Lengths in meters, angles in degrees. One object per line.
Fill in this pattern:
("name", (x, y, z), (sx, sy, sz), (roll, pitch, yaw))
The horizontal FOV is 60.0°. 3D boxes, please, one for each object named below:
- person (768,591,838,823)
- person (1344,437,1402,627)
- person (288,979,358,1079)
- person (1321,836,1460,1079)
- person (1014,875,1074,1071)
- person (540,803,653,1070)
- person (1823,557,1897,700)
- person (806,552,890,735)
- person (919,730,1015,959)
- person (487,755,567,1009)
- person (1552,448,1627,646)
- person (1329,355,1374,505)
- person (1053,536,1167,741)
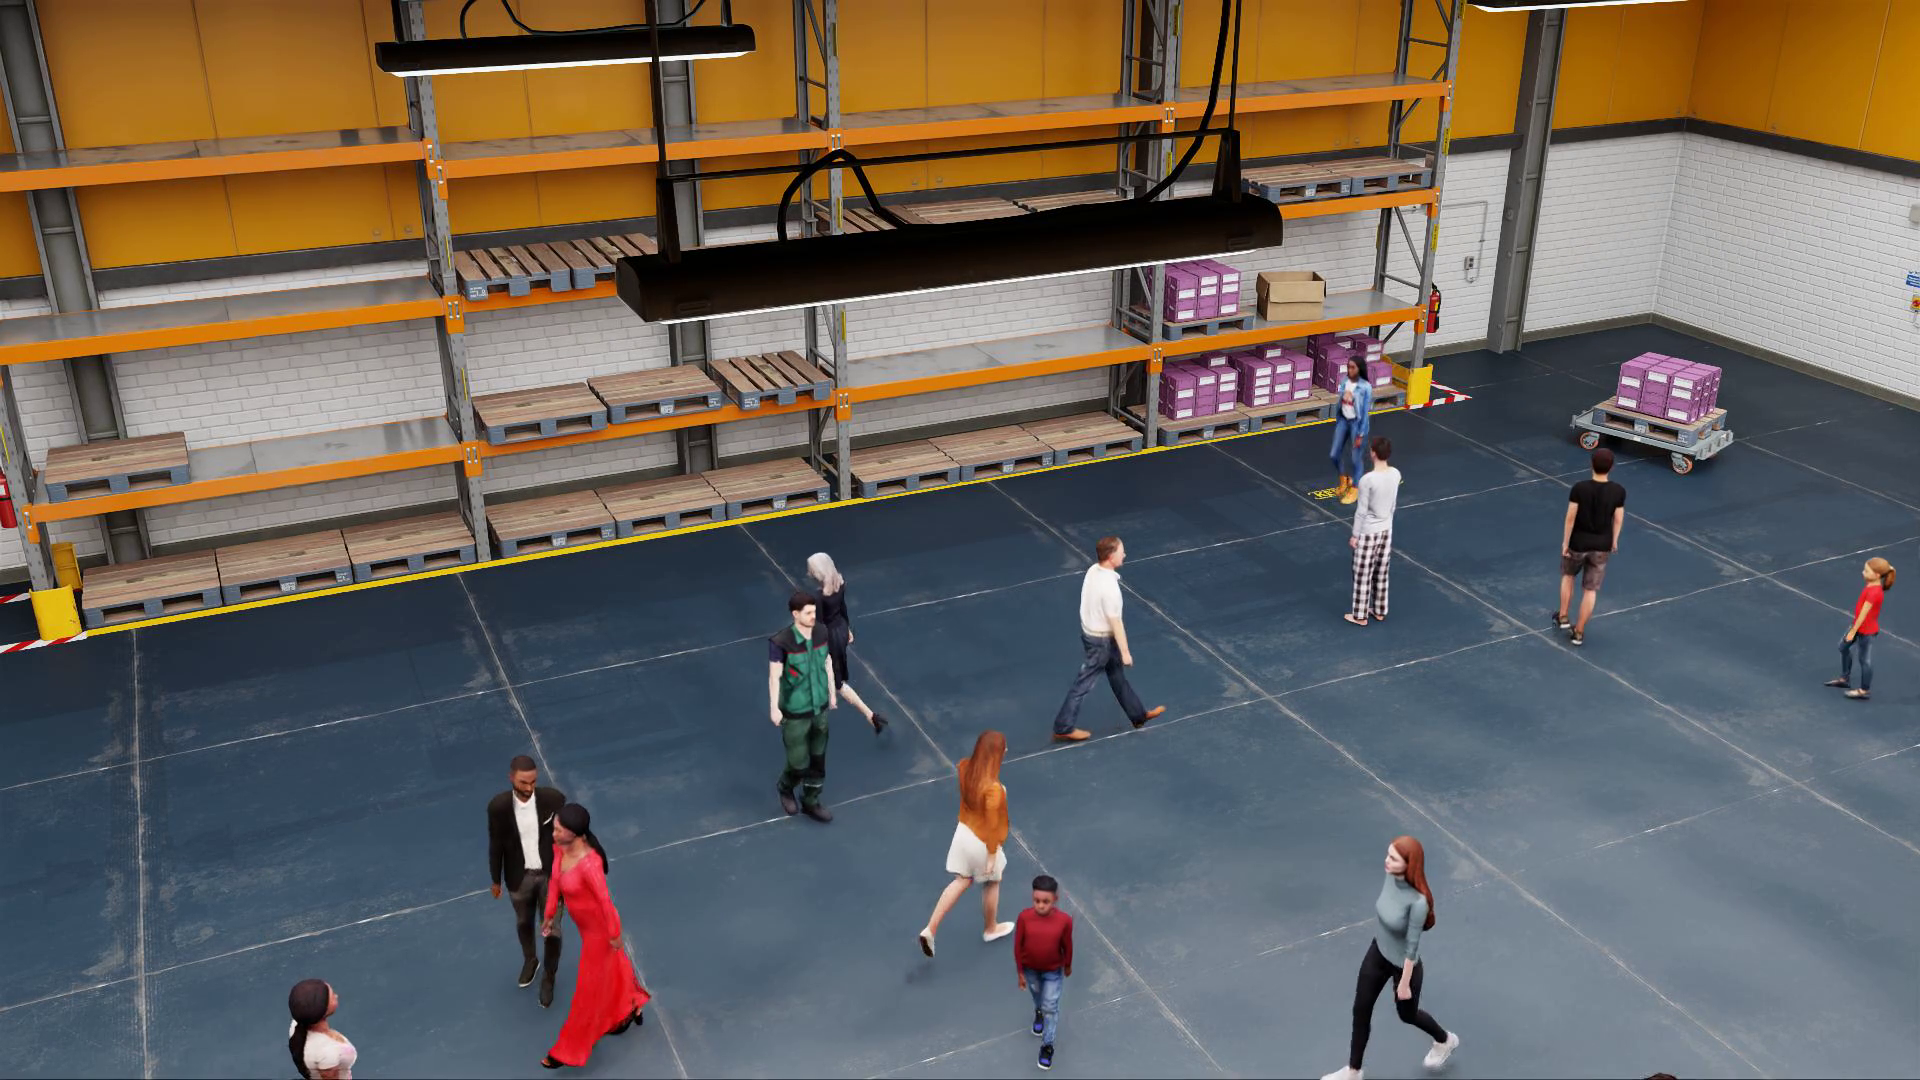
("person", (-1.225, 1.231, 12.508), (0.797, 1.894, 0.884), (-21, 31, -39))
("person", (3.883, -0.085, 15.576), (0.480, 1.847, 0.691), (-12, 26, -26))
("person", (-3.339, 3.048, 8.607), (0.906, 1.688, 1.233), (19, 30, 36))
("person", (2.644, 2.512, 9.804), (1.158, 1.711, 0.717), (-6, 24, -14))
("person", (0.515, 2.567, 10.280), (0.833, 1.230, 0.861), (6, 24, 13))
("person", (-2.148, 2.338, 10.152), (1.111, 1.752, 0.803), (-18, 29, -35))
("person", (7.857, 0.774, 14.296), (0.693, 1.298, 0.633), (8, 25, 18))
("person", (-0.977, 0.909, 13.486), (1.156, 1.700, 1.122), (12, 26, 25))
("person", (0.050, 2.023, 10.947), (1.085, 1.692, 0.801), (-19, 30, -37))
("person", (-2.686, 2.115, 10.632), (0.828, 1.776, 0.877), (0, 24, -1))
("person", (5.749, 0.086, 15.189), (0.909, 1.843, 0.962), (7, 25, 16))
("person", (4.398, -1.235, 18.392), (0.728, 1.699, 0.714), (-21, 31, -39))
("person", (1.031, 0.840, 13.506), (1.281, 1.811, 0.950), (-3, 24, -6))
